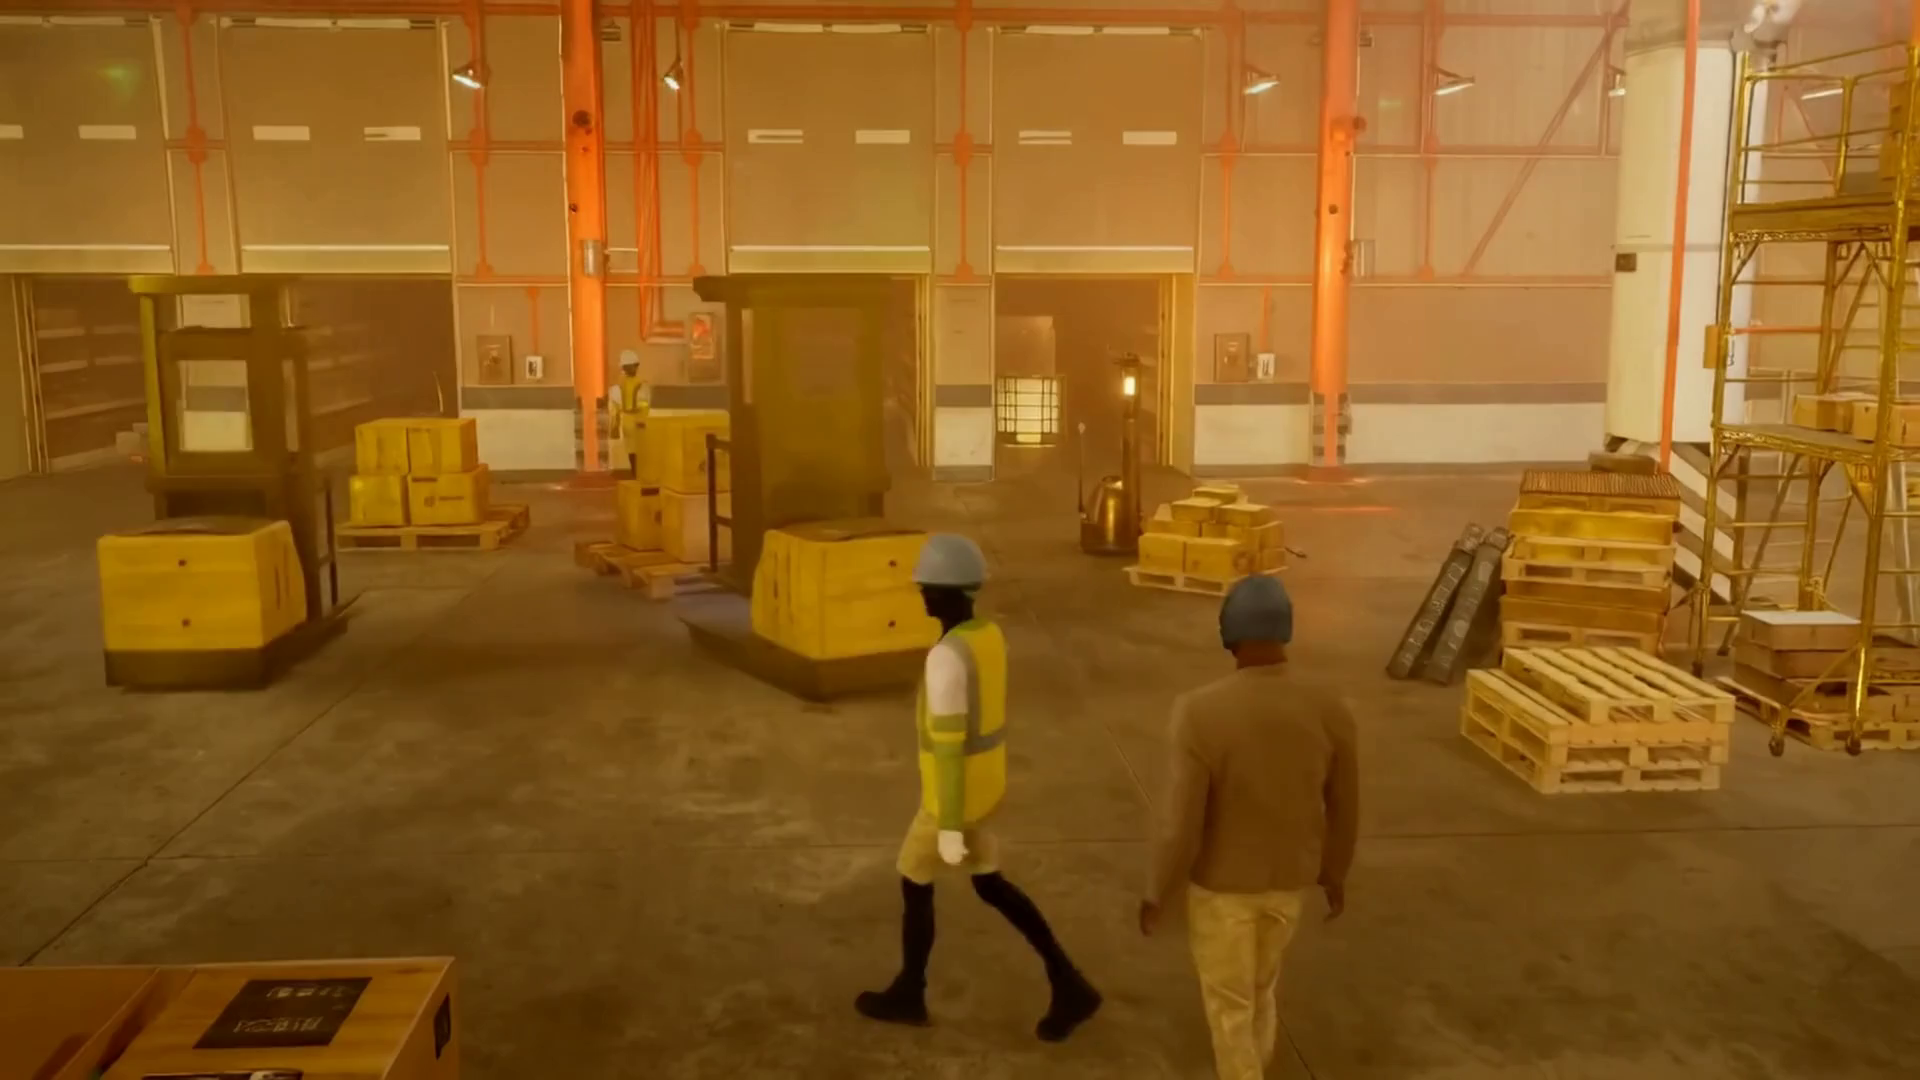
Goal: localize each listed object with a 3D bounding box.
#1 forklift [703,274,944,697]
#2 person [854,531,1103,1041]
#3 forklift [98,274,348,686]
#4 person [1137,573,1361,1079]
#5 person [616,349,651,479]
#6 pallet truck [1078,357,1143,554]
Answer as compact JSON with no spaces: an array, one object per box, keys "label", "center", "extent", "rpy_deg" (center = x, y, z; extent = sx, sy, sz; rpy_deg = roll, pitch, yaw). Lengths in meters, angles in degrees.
[{"label":"forklift","center":[-0.964,-0.469,11.694],"extent":[1.129,2.768,1.873],"rpy_deg":[-5,10,-30]},{"label":"person","center":[0.063,0.914,6.098],"extent":[0.911,1.908,0.551],"rpy_deg":[4,10,24]},{"label":"forklift","center":[-5.292,-0.499,11.879],"extent":[1.129,2.768,1.873],"rpy_deg":[-1,9,-4]},{"label":"person","center":[0.856,1.042,5.186],"extent":[0.665,1.919,0.530],"rpy_deg":[-3,10,-21]},{"label":"person","center":[-3.996,-1.373,20.355],"extent":[0.389,1.930,0.544],"rpy_deg":[-8,12,-42]},{"label":"pallet truck","center":[2.088,-0.836,16.757],"extent":[1.885,1.965,0.823],"rpy_deg":[2,9,13]}]
